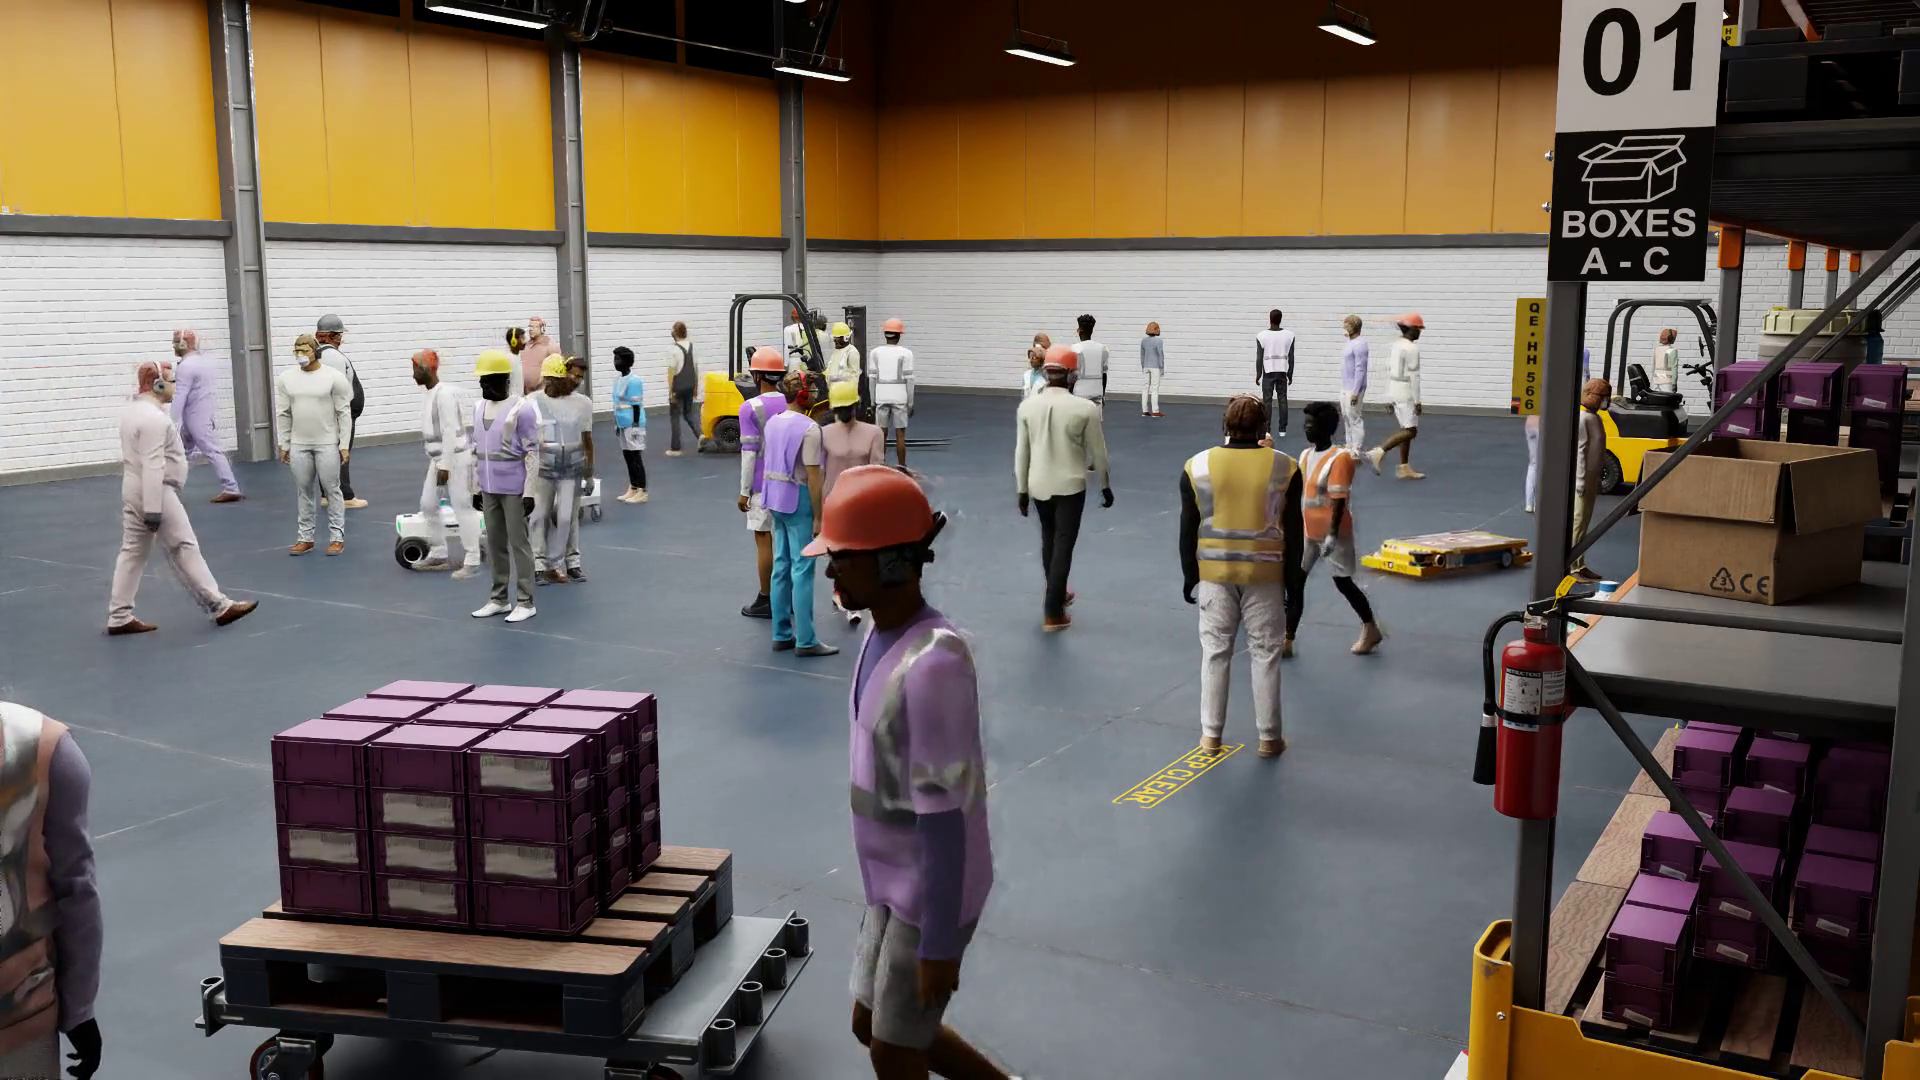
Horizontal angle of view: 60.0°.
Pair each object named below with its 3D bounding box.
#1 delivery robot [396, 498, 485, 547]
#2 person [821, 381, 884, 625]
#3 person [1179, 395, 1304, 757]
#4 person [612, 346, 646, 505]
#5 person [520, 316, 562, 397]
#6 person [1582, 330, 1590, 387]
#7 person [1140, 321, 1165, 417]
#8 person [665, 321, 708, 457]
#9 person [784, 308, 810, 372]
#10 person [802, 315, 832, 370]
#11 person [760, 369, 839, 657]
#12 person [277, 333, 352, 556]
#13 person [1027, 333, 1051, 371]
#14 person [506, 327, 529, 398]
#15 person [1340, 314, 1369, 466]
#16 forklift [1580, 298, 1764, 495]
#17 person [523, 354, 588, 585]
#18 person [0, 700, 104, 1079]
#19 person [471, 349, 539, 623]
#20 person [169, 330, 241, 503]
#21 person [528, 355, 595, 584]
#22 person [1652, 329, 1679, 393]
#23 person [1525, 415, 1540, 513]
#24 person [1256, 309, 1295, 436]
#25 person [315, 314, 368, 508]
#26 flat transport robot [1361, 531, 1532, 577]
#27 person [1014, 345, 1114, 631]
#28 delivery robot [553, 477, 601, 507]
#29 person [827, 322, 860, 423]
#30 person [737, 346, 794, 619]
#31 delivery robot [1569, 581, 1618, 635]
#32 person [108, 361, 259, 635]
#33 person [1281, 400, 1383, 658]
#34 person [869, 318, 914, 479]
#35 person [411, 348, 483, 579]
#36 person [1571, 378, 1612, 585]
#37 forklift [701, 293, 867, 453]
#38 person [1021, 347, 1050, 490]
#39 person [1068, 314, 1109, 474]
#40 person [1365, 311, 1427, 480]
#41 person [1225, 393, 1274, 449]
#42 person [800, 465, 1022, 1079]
[{"bbox_3d":[-4.378,-0.108,14.029,0.707,0.478,0.477,-3,10,-17],"label":"delivery robot"},{"bbox_3d":[-0.792,-0.278,11.787,0.509,1.698,0.953,-3,10,-17],"label":"person"},{"bbox_3d":[1.430,0.188,8.470,0.624,1.845,0.430,2,9,15],"label":"person"},{"bbox_3d":[-3.535,-1.224,17.756,0.334,1.690,0.535,-5,11,-30],"label":"person"},{"bbox_3d":[-5.381,-1.888,21.211,0.645,1.913,0.409,5,10,27],"label":"person"},{"bbox_3d":[7.413,-1.746,20.239,0.365,1.935,0.553,-7,12,-38],"label":"person"},{"bbox_3d":[3.312,-2.931,28.569,0.280,1.636,0.500,-8,12,-41],"label":"person"},{"bbox_3d":[-3.663,-2.007,22.233,0.567,1.824,0.572,9,13,43],"label":"person"},{"bbox_3d":[-2.755,-3.019,28.356,0.586,1.880,0.341,-6,11,-35],"label":"person"},{"bbox_3d":[-2.335,-2.774,27.145,0.624,1.799,0.965,8,12,39],"label":"person"},{"bbox_3d":[-1.066,-0.171,10.692,0.395,1.847,0.564,-7,11,-37],"label":"person"},{"bbox_3d":[-5.611,-0.824,14.483,0.630,1.938,0.366,0,9,3],"label":"person"},{"bbox_3d":[1.148,-2.094,23.354,0.507,1.631,0.266,6,11,33],"label":"person"},{"bbox_3d":[-5.353,-1.649,20.033,1.001,1.817,0.528,-2,9,-12],"label":"person"},{"bbox_3d":[4.997,-1.902,21.214,0.372,1.940,0.632,0,9,-2],"label":"person"},{"bbox_3d":[7.954,-1.589,18.462,2.313,2.155,1.214,5,11,30],"label":"forklift"},{"bbox_3d":[-3.188,-0.560,13.180,0.592,1.829,0.404,-5,10,-28],"label":"person"},{"bbox_3d":[-2.083,1.003,3.392,0.623,1.841,0.430,-5,10,-26],"label":"person"},{"bbox_3d":[-3.238,-0.381,11.750,0.595,1.925,0.373,6,11,32],"label":"person"},{"bbox_3d":[-8.231,-1.309,17.758,1.016,1.849,0.659,-2,9,-13],"label":"person"},{"bbox_3d":[-3.214,-0.559,13.208,0.631,1.814,0.436,-3,9,-16],"label":"person"},{"bbox_3d":[10.472,-2.314,24.714,0.308,1.639,0.523,-2,9,-14],"label":"person"},{"bbox_3d":[5.977,-1.126,17.040,0.344,1.732,0.608,-3,9,-15],"label":"person"},{"bbox_3d":[4.746,-2.512,25.083,0.593,1.920,0.391,-1,9,-5],"label":"person"},{"bbox_3d":[-6.541,-1.357,17.492,0.677,2.000,0.536,9,12,43],"label":"person"},{"bbox_3d":[4.102,0.101,13.899,1.431,0.197,0.652,-6,11,-32],"label":"flat transport robot"},{"bbox_3d":[0.764,-0.378,11.649,0.623,1.960,0.861,5,11,30],"label":"person"},{"bbox_3d":[-3.861,-0.469,16.281,0.477,0.478,0.707,6,11,34],"label":"delivery robot"},{"bbox_3d":[-1.528,-1.917,21.652,0.404,1.828,0.587,-5,11,-30],"label":"person"},{"bbox_3d":[-1.364,-0.407,11.884,0.361,1.938,0.545,9,13,44],"label":"person"},{"bbox_3d":[3.987,0.498,10.247,0.477,0.478,0.707,5,11,30],"label":"delivery robot"},{"bbox_3d":[-5.411,-0.291,11.401,0.971,1.855,0.667,-8,12,-40],"label":"person"},{"bbox_3d":[2.353,-0.062,10.599,0.840,1.662,0.535,-4,10,-25],"label":"person"},{"bbox_3d":[-0.798,-1.663,19.731,0.551,1.932,0.378,3,9,16],"label":"person"},{"bbox_3d":[-4.210,-0.618,13.496,0.531,1.860,0.659,-7,11,-36],"label":"person"},{"bbox_3d":[4.996,-0.472,13.235,0.279,1.633,0.499,6,11,35],"label":"person"},{"bbox_3d":[-2.458,-2.344,23.176,2.313,2.155,1.214,0,9,-2],"label":"forklift"},{"bbox_3d":[0.884,-1.344,18.661,0.311,1.638,0.522,-8,12,-43],"label":"person"},{"bbox_3d":[1.534,-1.770,20.300,0.608,1.965,0.365,-6,11,-32],"label":"person"},{"bbox_3d":[5.170,-1.688,19.619,0.695,2.020,0.625,-1,9,-7],"label":"person"},{"bbox_3d":[2.012,-0.214,11.649,0.317,1.630,0.510,-5,10,-27],"label":"person"},{"bbox_3d":[-0.051,0.816,4.011,0.627,2.022,0.611,-2,9,-14],"label":"person"}]
